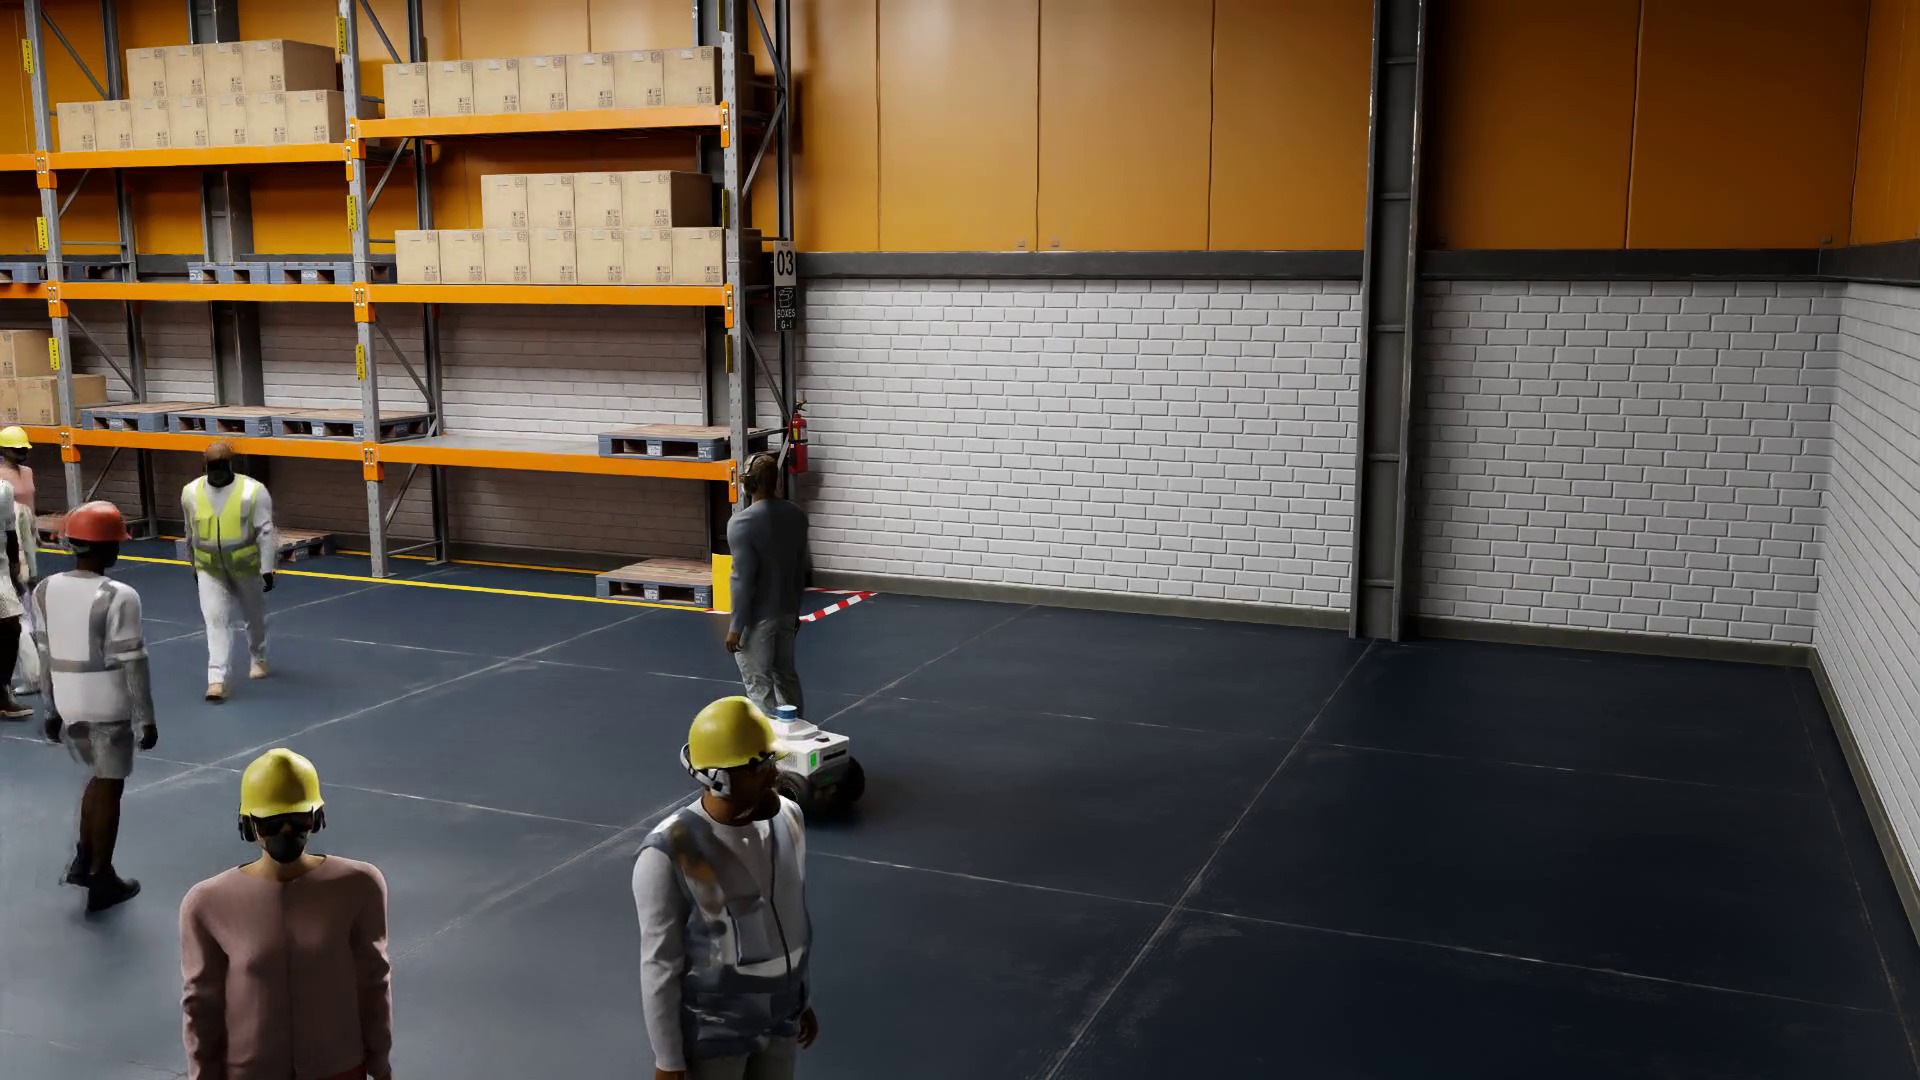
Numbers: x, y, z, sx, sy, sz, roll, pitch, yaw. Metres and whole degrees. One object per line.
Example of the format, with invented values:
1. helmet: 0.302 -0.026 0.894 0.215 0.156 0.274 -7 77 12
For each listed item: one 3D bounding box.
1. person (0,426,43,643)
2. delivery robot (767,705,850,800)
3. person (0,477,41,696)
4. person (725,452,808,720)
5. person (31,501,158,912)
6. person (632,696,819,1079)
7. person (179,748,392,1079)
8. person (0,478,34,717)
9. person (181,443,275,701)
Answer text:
1. person: -7.388 -0.013 13.061 0.329 1.765 0.533 0 9 3
2. delivery robot: -0.958 1.167 9.276 0.707 0.478 0.477 7 12 38
3. person: -6.813 0.289 11.702 0.862 1.586 0.536 3 10 16
4. person: -1.135 0.454 9.699 0.356 1.938 0.638 6 11 32
5. person: -4.025 0.776 7.796 0.565 1.919 0.451 3 10 16
6. person: -0.620 1.335 4.667 0.404 1.836 0.600 7 12 38
7. person: -1.763 1.412 4.410 0.524 1.772 0.301 -5 11 -29
8. person: -6.471 0.256 10.900 0.650 1.931 0.719 8 12 39
9. person: -5.151 0.192 11.777 0.633 1.796 1.002 -2 10 -10
